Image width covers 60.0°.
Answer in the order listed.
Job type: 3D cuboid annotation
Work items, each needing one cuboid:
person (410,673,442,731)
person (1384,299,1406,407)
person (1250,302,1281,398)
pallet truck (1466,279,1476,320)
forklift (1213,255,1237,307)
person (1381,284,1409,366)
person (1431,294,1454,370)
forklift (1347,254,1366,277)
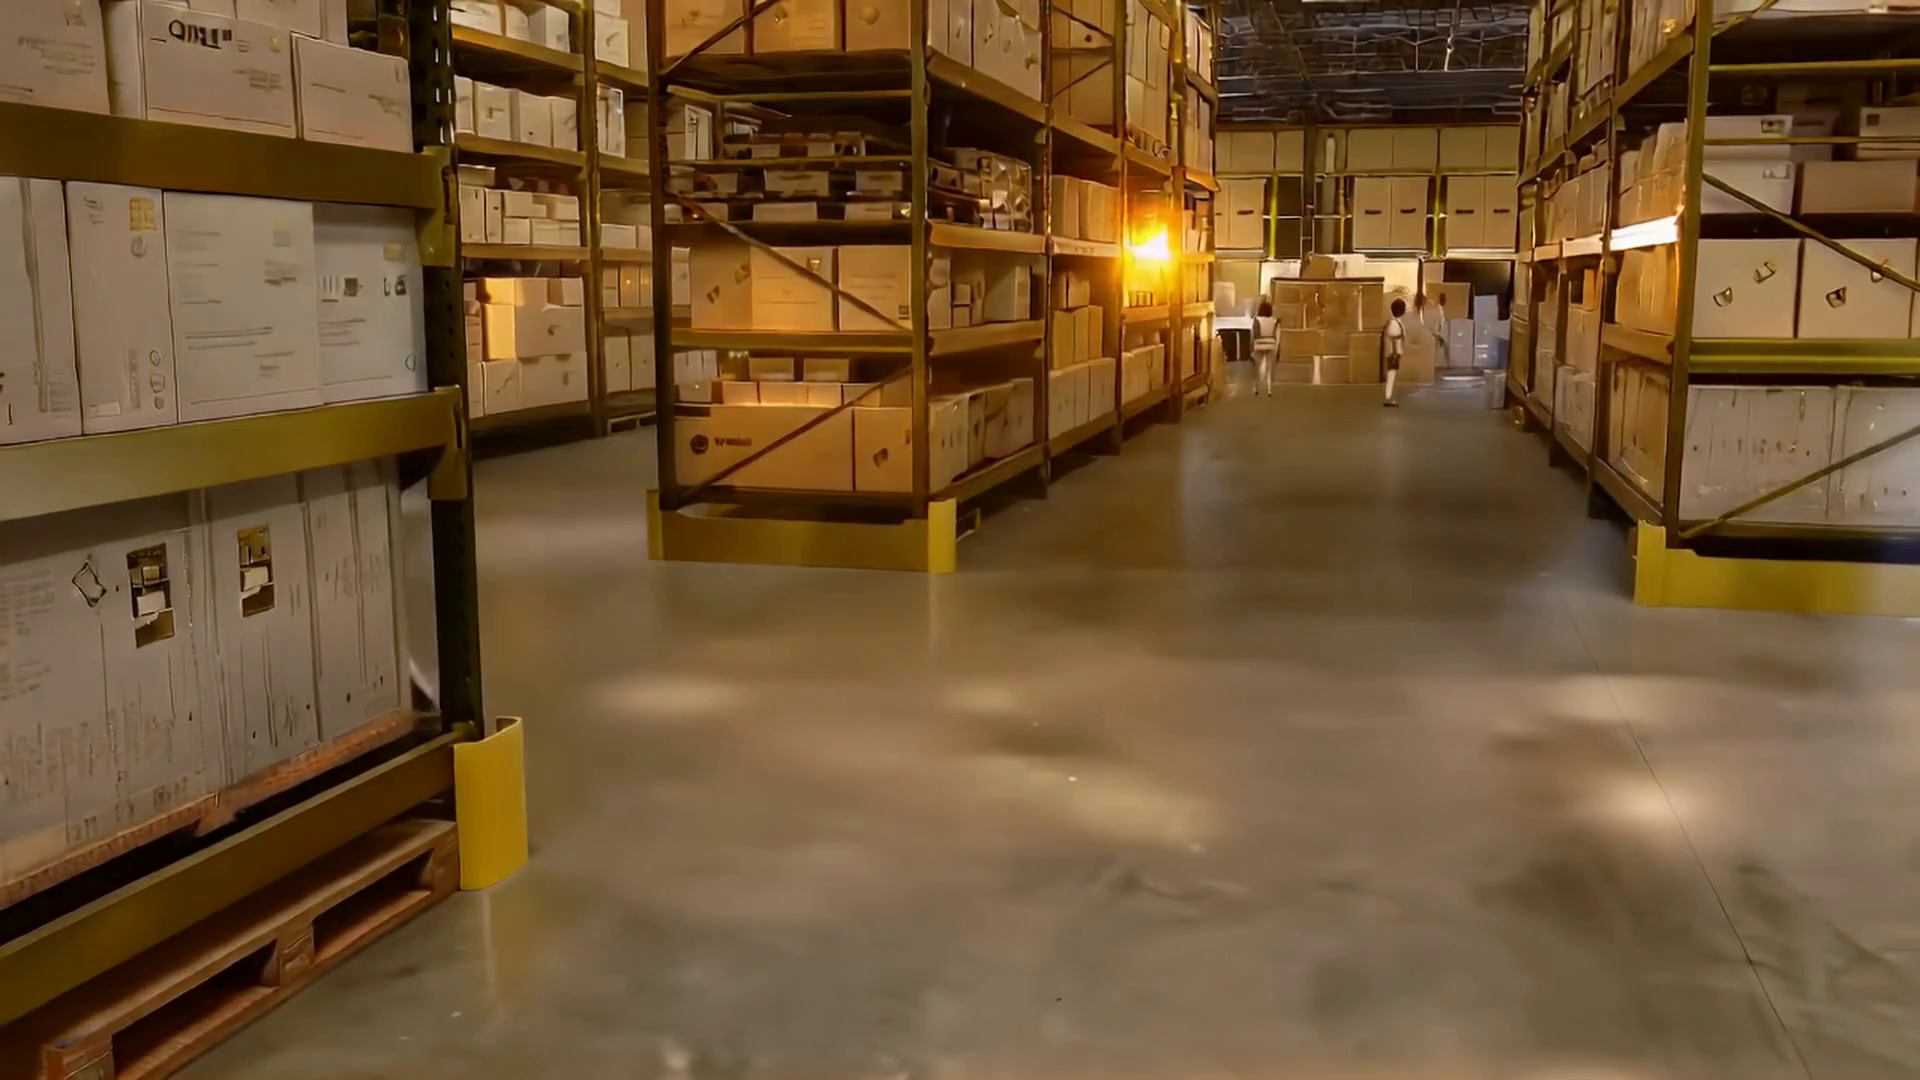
[{"bbox_3d":[-2.457,0.098,6.547,0.815,1.811,0.627,3,9,18],"label":"person"},{"bbox_3d":[6.856,-2.942,26.221,0.320,1.693,0.531,2,9,15],"label":"person"},{"bbox_3d":[5.199,-3.233,28.342,0.526,1.605,0.793,1,9,7],"label":"person"},{"bbox_3d":[18.896,-8.459,60.307,1.885,1.965,0.823,5,10,31],"label":"pallet truck"},{"bbox_3d":[8.572,-8.457,57.503,1.873,2.768,1.129,-4,10,-26],"label":"forklift"},{"bbox_3d":[9.640,-4.630,36.318,0.907,1.886,0.552,2,9,10],"label":"person"},{"bbox_3d":[10.607,-4.558,36.539,0.674,1.673,0.545,0,9,3],"label":"person"},{"bbox_3d":[13.074,-8.074,55.067,1.873,2.768,1.129,0,9,-2],"label":"forklift"}]
